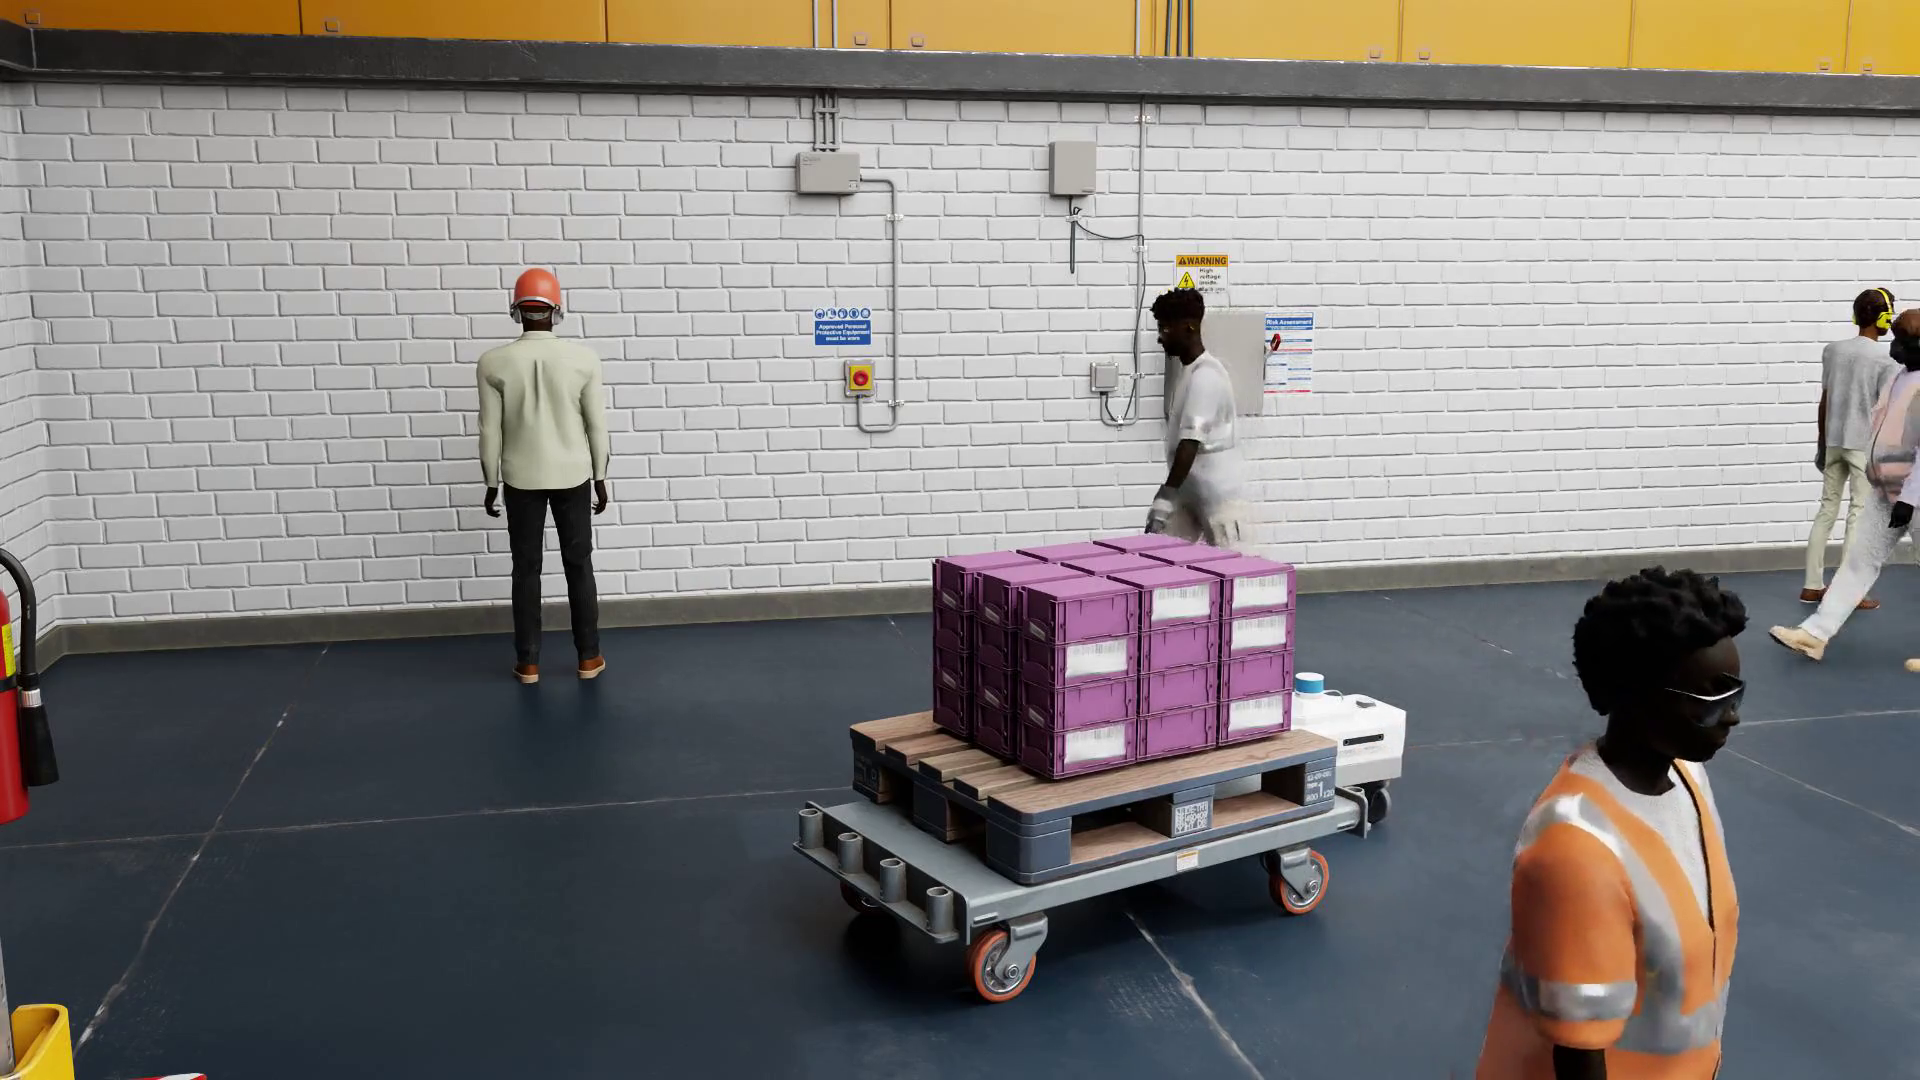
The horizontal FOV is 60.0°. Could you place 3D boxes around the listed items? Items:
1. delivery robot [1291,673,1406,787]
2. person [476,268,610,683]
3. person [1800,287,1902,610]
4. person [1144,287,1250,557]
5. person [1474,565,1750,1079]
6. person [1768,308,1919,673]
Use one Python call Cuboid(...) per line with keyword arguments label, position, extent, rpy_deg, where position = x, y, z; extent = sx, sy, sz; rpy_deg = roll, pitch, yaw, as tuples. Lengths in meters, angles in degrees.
Cuboid(label="delivery robot", position=(1.267, 0.727, 6.059), extent=(0.707, 0.478, 0.477), rpy_deg=(-5, 11, -24))
Cuboid(label="person", position=(-1.998, -0.302, 8.030), extent=(0.609, 1.996, 0.379), rpy_deg=(-3, 11, -14))
Cuboid(label="person", position=(5.169, -0.517, 9.608), extent=(0.333, 1.866, 0.514), rpy_deg=(-5, 11, -24))
Cuboid(label="person", position=(1.083, -0.243, 7.936), extent=(1.015, 1.895, 0.643), rpy_deg=(0, 10, 0))
Cuboid(label="person", position=(1.025, 0.872, 2.390), extent=(0.672, 1.670, 0.559), rpy_deg=(9, 14, 41))
Cuboid(label="person", position=(4.568, -0.227, 8.165), extent=(0.932, 1.799, 0.627), rpy_deg=(0, 10, 1))
